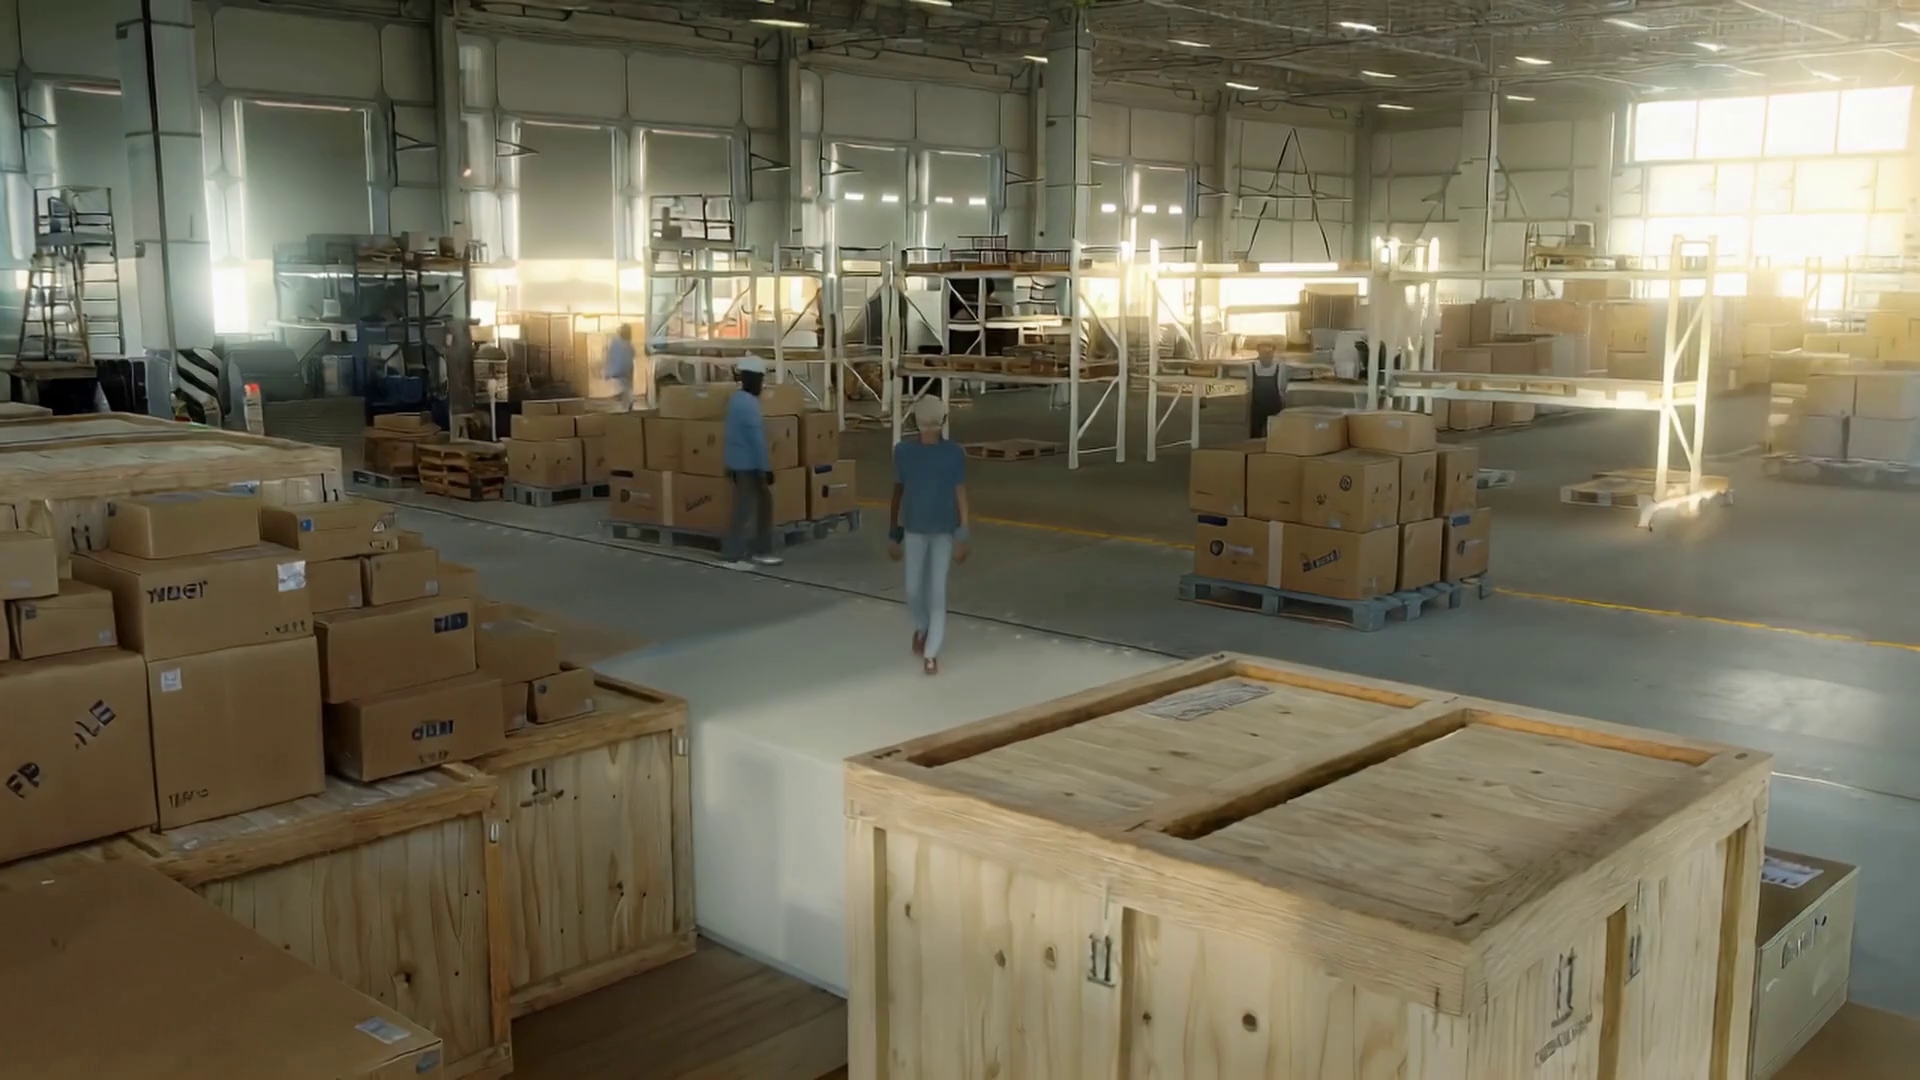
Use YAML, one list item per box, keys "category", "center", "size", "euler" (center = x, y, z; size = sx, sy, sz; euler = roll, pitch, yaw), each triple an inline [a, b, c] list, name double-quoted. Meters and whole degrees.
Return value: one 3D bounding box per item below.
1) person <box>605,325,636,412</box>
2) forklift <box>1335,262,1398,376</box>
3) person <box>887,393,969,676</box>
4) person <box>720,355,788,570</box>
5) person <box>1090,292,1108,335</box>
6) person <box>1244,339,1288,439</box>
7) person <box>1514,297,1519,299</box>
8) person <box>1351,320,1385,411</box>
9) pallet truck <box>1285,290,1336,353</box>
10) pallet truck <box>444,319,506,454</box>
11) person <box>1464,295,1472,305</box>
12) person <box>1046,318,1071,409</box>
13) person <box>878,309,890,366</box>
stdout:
- category: "person"
  center: [-5.905, -2.913, 29.063]
  size: [0.454, 1.685, 0.536]
  euler: [-9, 13, -44]
- category: "forklift"
  center: [10.196, -5.355, 40.376]
  size: [1.873, 2.768, 1.129]
  euler: [9, 13, 43]
- category: "person"
  center: [-0.207, -0.048, 10.962]
  size: [0.547, 1.857, 0.477]
  euler: [0, 9, 0]
- category: "person"
  center: [-1.800, -0.674, 14.697]
  size: [0.763, 1.887, 0.630]
  euler: [-2, 9, -10]
- category: "person"
  center: [4.310, -6.704, 51.564]
  size: [0.544, 1.930, 0.388]
  euler: [0, 9, 1]
- category: "person"
  center: [3.710, -1.526, 20.158]
  size: [0.509, 1.825, 0.548]
  euler: [3, 10, 17]
- category: "person"
  center: [14.311, -5.290, 42.892]
  size: [0.433, 1.918, 0.597]
  euler: [-9, 13, -44]
- category: "person"
  center: [5.972, -2.247, 24.265]
  size: [0.591, 1.920, 0.393]
  euler: [-3, 10, -16]
- category: "pallet truck"
  center: [11.297, -6.951, 52.861]
  size: [1.885, 1.965, 0.823]
  euler: [-5, 11, -29]
- category: "pallet truck"
  center: [-6.981, -1.942, 22.150]
  size: [1.885, 1.965, 0.823]
  euler: [1, 9, 9]
- category: "person"
  center: [15.014, -6.278, 49.079]
  size: [0.644, 1.904, 1.001]
  euler: [-4, 10, -25]
- category: "person"
  center: [1.881, -3.346, 31.553]
  size: [0.484, 1.739, 0.319]
  euler: [-2, 9, -11]
- category: "person"
  center: [-2.017, -5.351, 44.179]
  size: [0.312, 1.633, 0.519]
  euler: [1, 9, 5]
